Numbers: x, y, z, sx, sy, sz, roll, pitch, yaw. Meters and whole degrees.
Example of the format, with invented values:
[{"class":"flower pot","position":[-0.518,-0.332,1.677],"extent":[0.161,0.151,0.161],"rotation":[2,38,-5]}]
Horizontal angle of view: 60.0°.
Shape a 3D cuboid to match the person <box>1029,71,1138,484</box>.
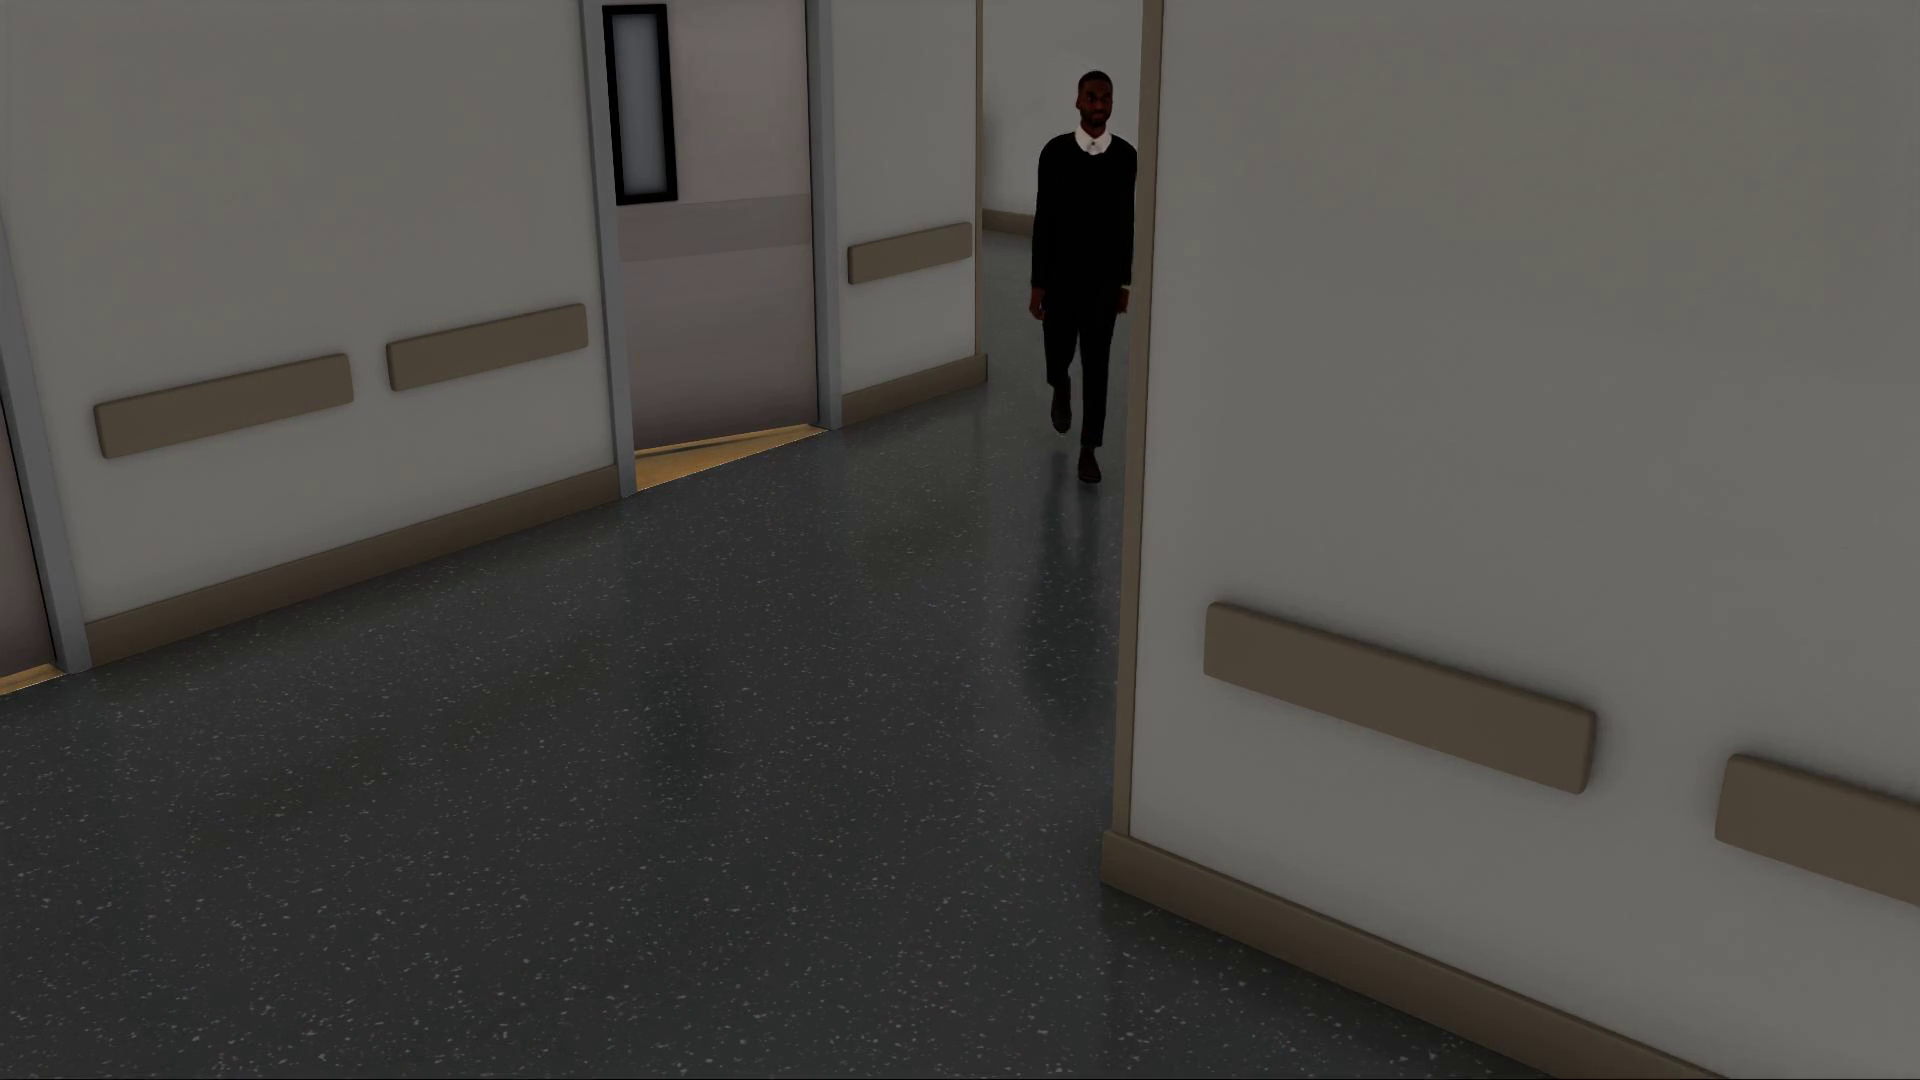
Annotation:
[{"class":"person","position":[0.535,-1.208,7.594],"extent":[1.110,1.773,1.234],"rotation":[0,21,0]}]
